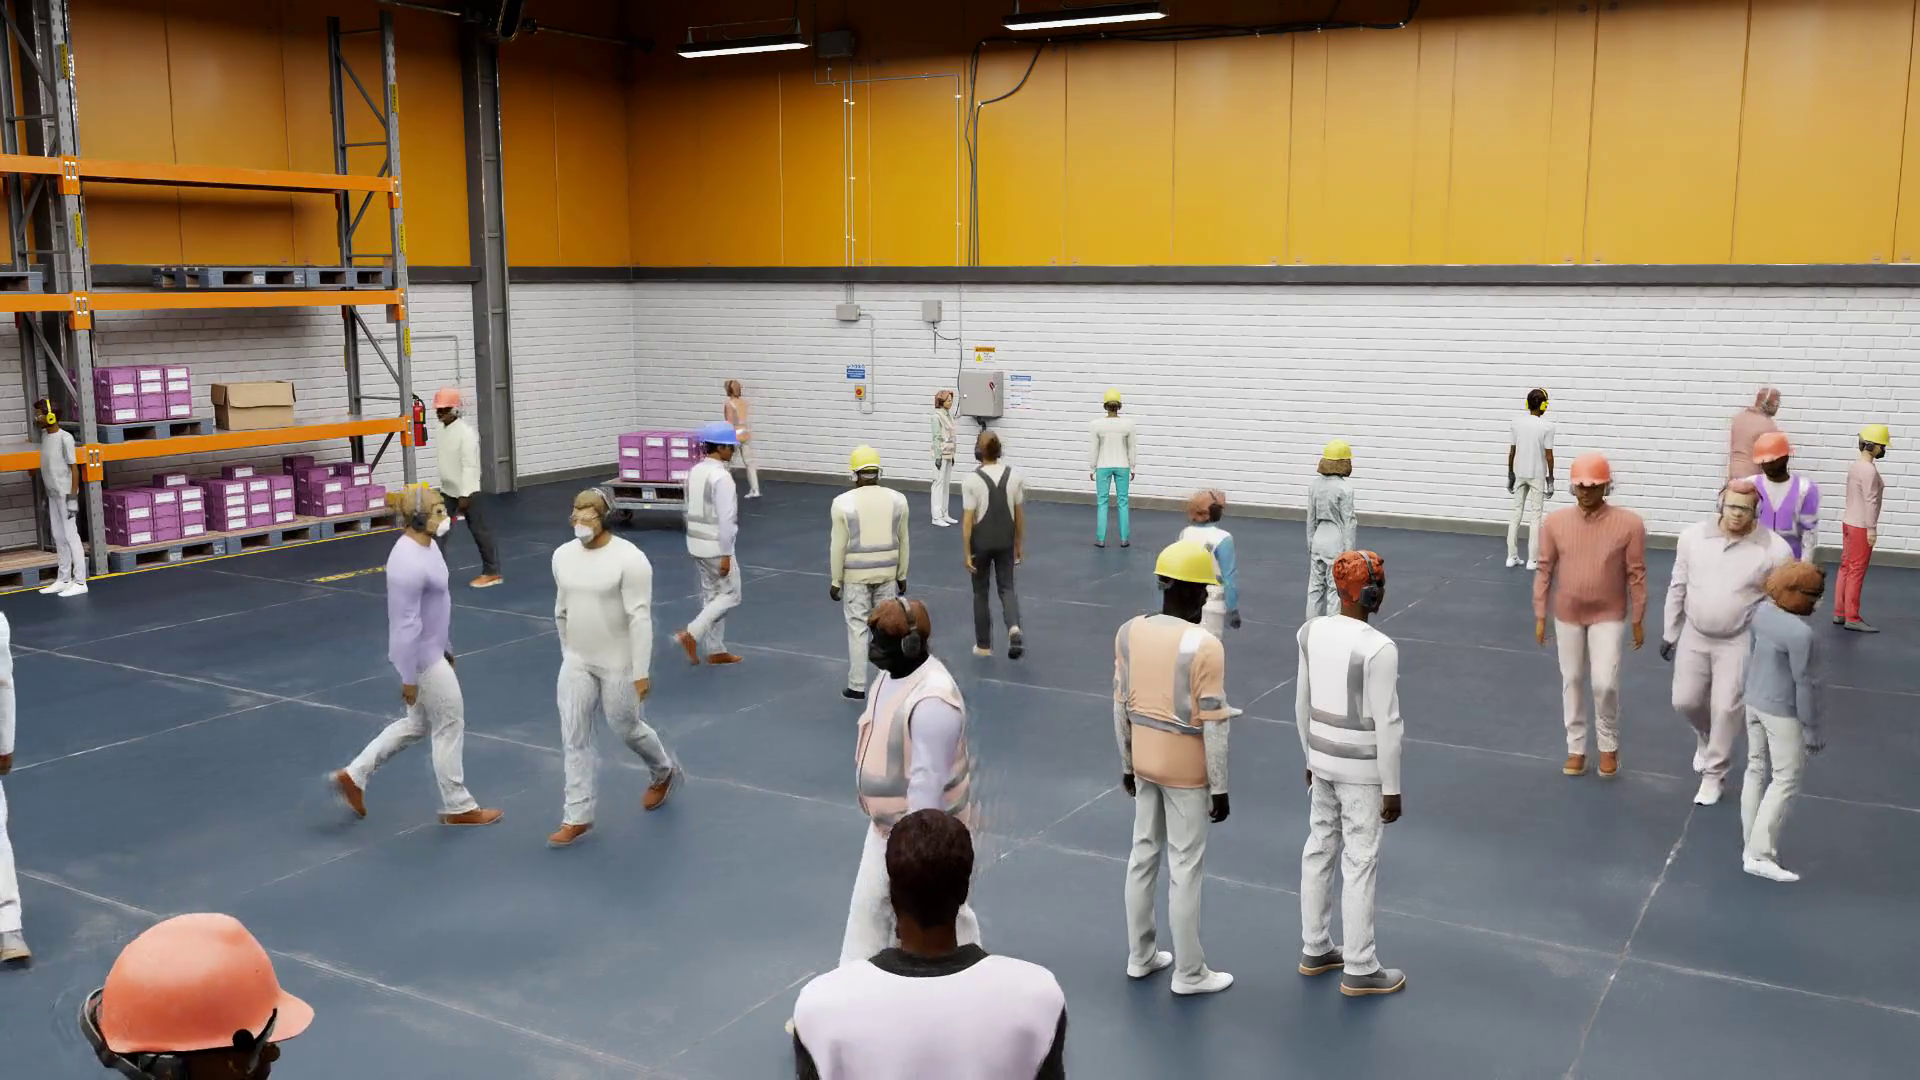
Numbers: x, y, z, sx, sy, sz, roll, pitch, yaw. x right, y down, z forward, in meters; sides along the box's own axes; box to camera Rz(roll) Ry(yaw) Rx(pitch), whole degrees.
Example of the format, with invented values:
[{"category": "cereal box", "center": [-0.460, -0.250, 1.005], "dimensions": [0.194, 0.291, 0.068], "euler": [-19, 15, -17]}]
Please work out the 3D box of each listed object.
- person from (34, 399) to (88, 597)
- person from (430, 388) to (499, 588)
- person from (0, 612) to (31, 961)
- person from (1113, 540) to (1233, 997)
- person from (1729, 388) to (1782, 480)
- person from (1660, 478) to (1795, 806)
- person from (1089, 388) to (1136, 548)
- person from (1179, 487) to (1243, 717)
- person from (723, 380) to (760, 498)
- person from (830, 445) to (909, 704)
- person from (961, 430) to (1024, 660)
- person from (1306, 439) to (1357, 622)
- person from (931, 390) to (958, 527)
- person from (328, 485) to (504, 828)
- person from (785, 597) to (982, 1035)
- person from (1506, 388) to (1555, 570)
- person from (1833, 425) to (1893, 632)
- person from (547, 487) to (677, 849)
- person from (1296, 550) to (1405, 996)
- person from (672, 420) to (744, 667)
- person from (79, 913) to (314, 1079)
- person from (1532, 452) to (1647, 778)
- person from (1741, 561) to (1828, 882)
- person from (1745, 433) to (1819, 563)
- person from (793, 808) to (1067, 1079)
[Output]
[{"category": "person", "center": [-8.481, -0.396, 15.654], "dimensions": [0.521, 1.864, 0.335], "euler": [6, 11, 35]}, {"category": "person", "center": [-4.851, -0.467, 15.838], "dimensions": [0.641, 1.936, 1.010], "euler": [7, 12, 38]}, {"category": "person", "center": [-4.431, 0.952, 7.299], "dimensions": [0.591, 1.845, 0.896], "euler": [-7, 11, -37]}, {"category": "person", "center": [0.908, 0.957, 7.027], "dimensions": [0.383, 1.920, 0.585], "euler": [-8, 12, -40]}, {"category": "person", "center": [8.147, -0.618, 17.032], "dimensions": [0.408, 1.869, 0.736], "euler": [-1, 9, -8]}, {"category": "person", "center": [4.415, 0.563, 9.594], "dimensions": [0.663, 1.887, 0.586], "euler": [8, 12, 41]}, {"category": "person", "center": [1.687, -0.792, 18.411], "dimensions": [0.525, 1.772, 0.305], "euler": [0, 9, 0]}, {"category": "person", "center": [1.592, 0.454, 11.119], "dimensions": [0.763, 1.612, 0.510], "euler": [-4, 10, -24]}, {"category": "person", "center": [-3.079, -1.356, 22.477], "dimensions": [0.868, 1.593, 0.511], "euler": [5, 10, 27]}, {"category": "person", "center": [-0.650, 0.241, 11.772], "dimensions": [0.600, 1.827, 0.404], "euler": [-4, 10, -25]}, {"category": "person", "center": [0.268, 0.058, 12.905], "dimensions": [0.520, 1.829, 0.625], "euler": [-3, 9, -16]}, {"category": "person", "center": [2.934, 0.078, 13.062], "dimensions": [0.295, 1.743, 0.493], "euler": [-6, 11, -31]}, {"category": "person", "center": [-0.201, -0.988, 20.034], "dimensions": [0.306, 1.640, 0.522], "euler": [3, 10, 18]}, {"category": "person", "center": [-2.981, 0.649, 8.997], "dimensions": [0.848, 1.915, 0.638], "euler": [-2, 9, -14]}, {"category": "person", "center": [-0.274, 1.114, 6.396], "dimensions": [0.889, 1.801, 0.653], "euler": [-4, 10, -21]}, {"category": "person", "center": [5.865, -0.625, 17.097], "dimensions": [0.318, 1.861, 0.521], "euler": [-9, 13, -44]}, {"category": "person", "center": [7.695, -0.104, 14.156], "dimensions": [0.328, 1.759, 0.524], "euler": [2, 9, 11]}, {"category": "person", "center": [-1.898, 0.646, 9.030], "dimensions": [0.641, 1.909, 0.923], "euler": [4, 10, 24]}, {"category": "person", "center": [1.655, 0.974, 7.038], "dimensions": [0.356, 1.883, 0.573], "euler": [-5, 10, -29]}, {"category": "person", "center": [-1.918, 0.054, 12.666], "dimensions": [0.588, 1.924, 0.611], "euler": [-7, 11, -36]}, {"category": "person", "center": [-1.438, 1.596, 2.817], "dimensions": [0.974, 2.010, 0.616], "euler": [-1, 9, -7]}, {"category": "person", "center": [3.761, 0.459, 9.963], "dimensions": [0.622, 1.973, 0.480], "euler": [6, 11, 33]}, {"category": "person", "center": [4.112, 0.894, 8.406], "dimensions": [0.384, 1.605, 0.551], "euler": [-1, 9, -5]}, {"category": "person", "center": [5.893, 0.166, 12.087], "dimensions": [0.559, 1.894, 0.640], "euler": [5, 10, 28]}, {"category": "person", "center": [-0.048, 1.531, 3.532], "dimensions": [0.613, 1.898, 0.560], "euler": [-1, 9, -5]}]
